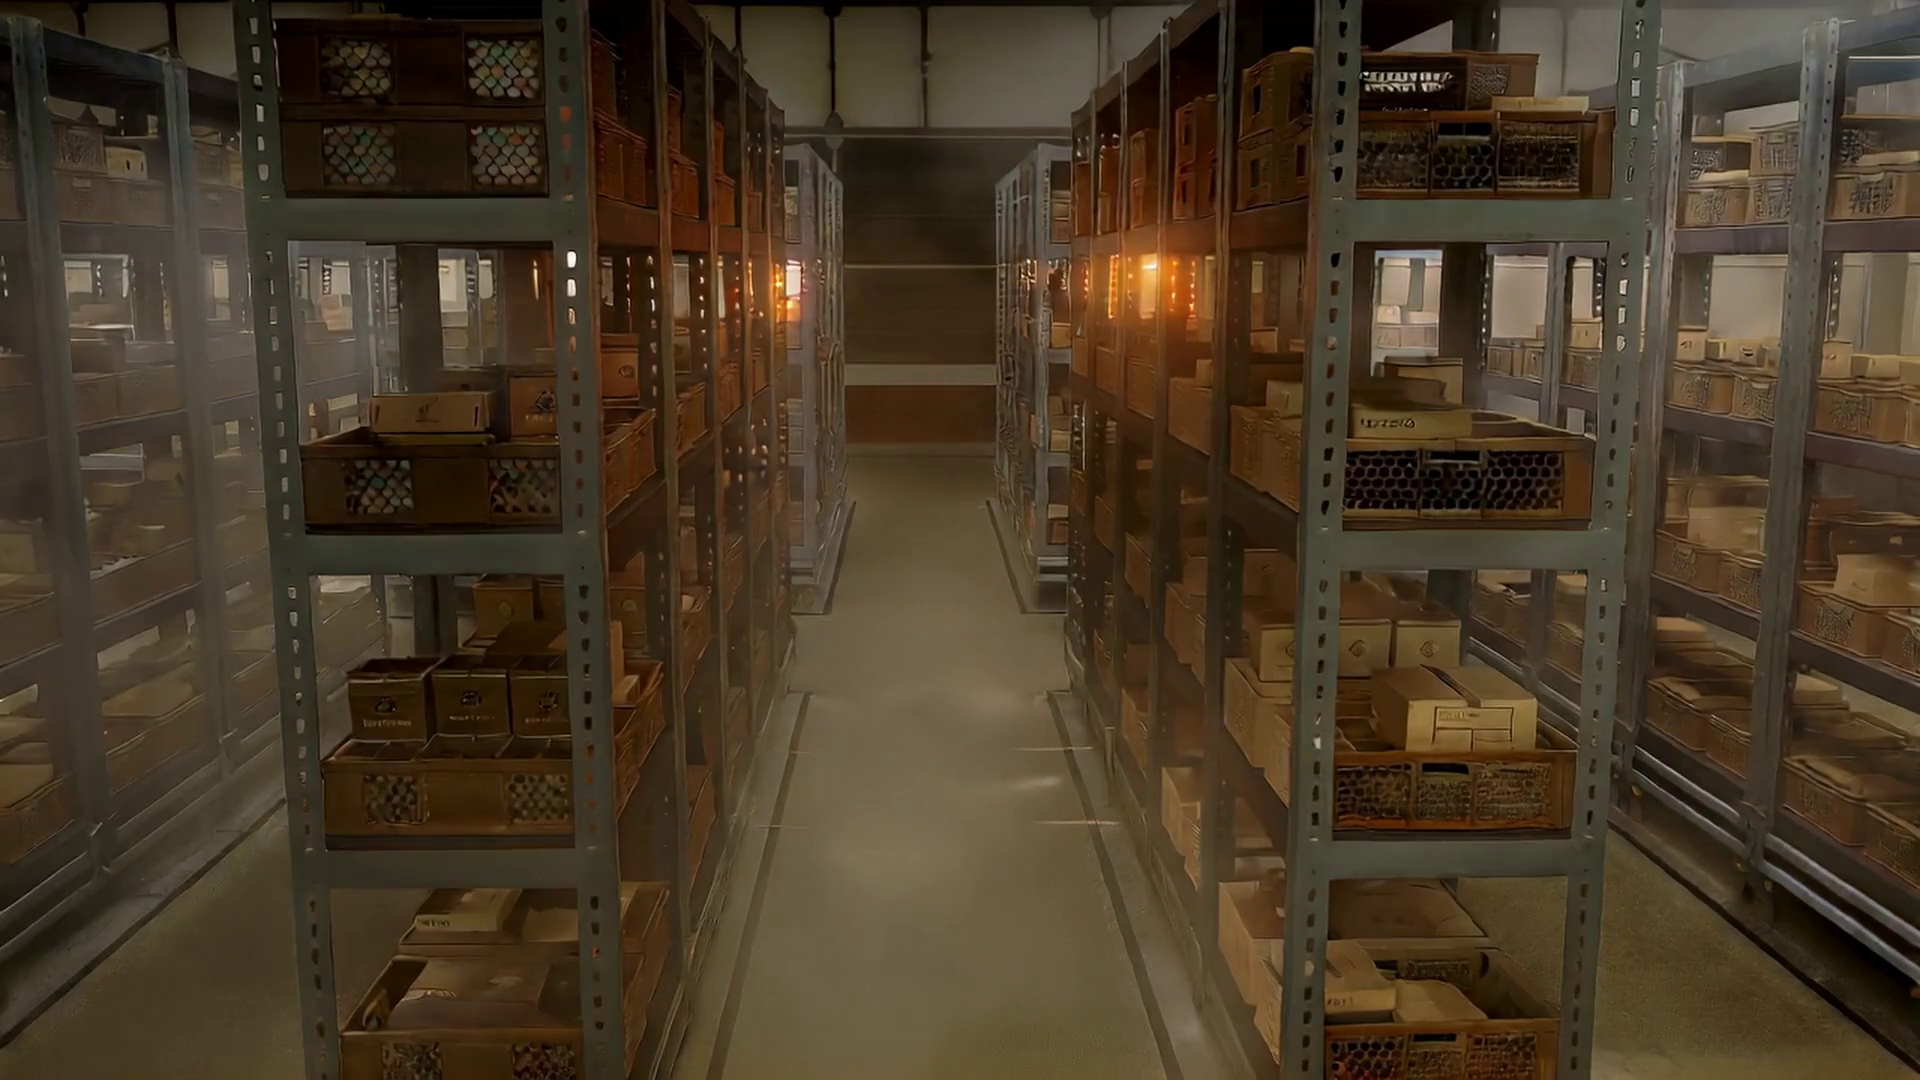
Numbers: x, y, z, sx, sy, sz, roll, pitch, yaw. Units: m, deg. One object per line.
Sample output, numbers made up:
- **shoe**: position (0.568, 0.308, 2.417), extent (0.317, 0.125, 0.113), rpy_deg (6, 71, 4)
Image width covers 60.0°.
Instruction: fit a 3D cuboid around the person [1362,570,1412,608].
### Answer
- **person**: position (2.788, -0.156, 11.378), extent (0.675, 1.975, 0.633), rpy_deg (1, 9, 3)
